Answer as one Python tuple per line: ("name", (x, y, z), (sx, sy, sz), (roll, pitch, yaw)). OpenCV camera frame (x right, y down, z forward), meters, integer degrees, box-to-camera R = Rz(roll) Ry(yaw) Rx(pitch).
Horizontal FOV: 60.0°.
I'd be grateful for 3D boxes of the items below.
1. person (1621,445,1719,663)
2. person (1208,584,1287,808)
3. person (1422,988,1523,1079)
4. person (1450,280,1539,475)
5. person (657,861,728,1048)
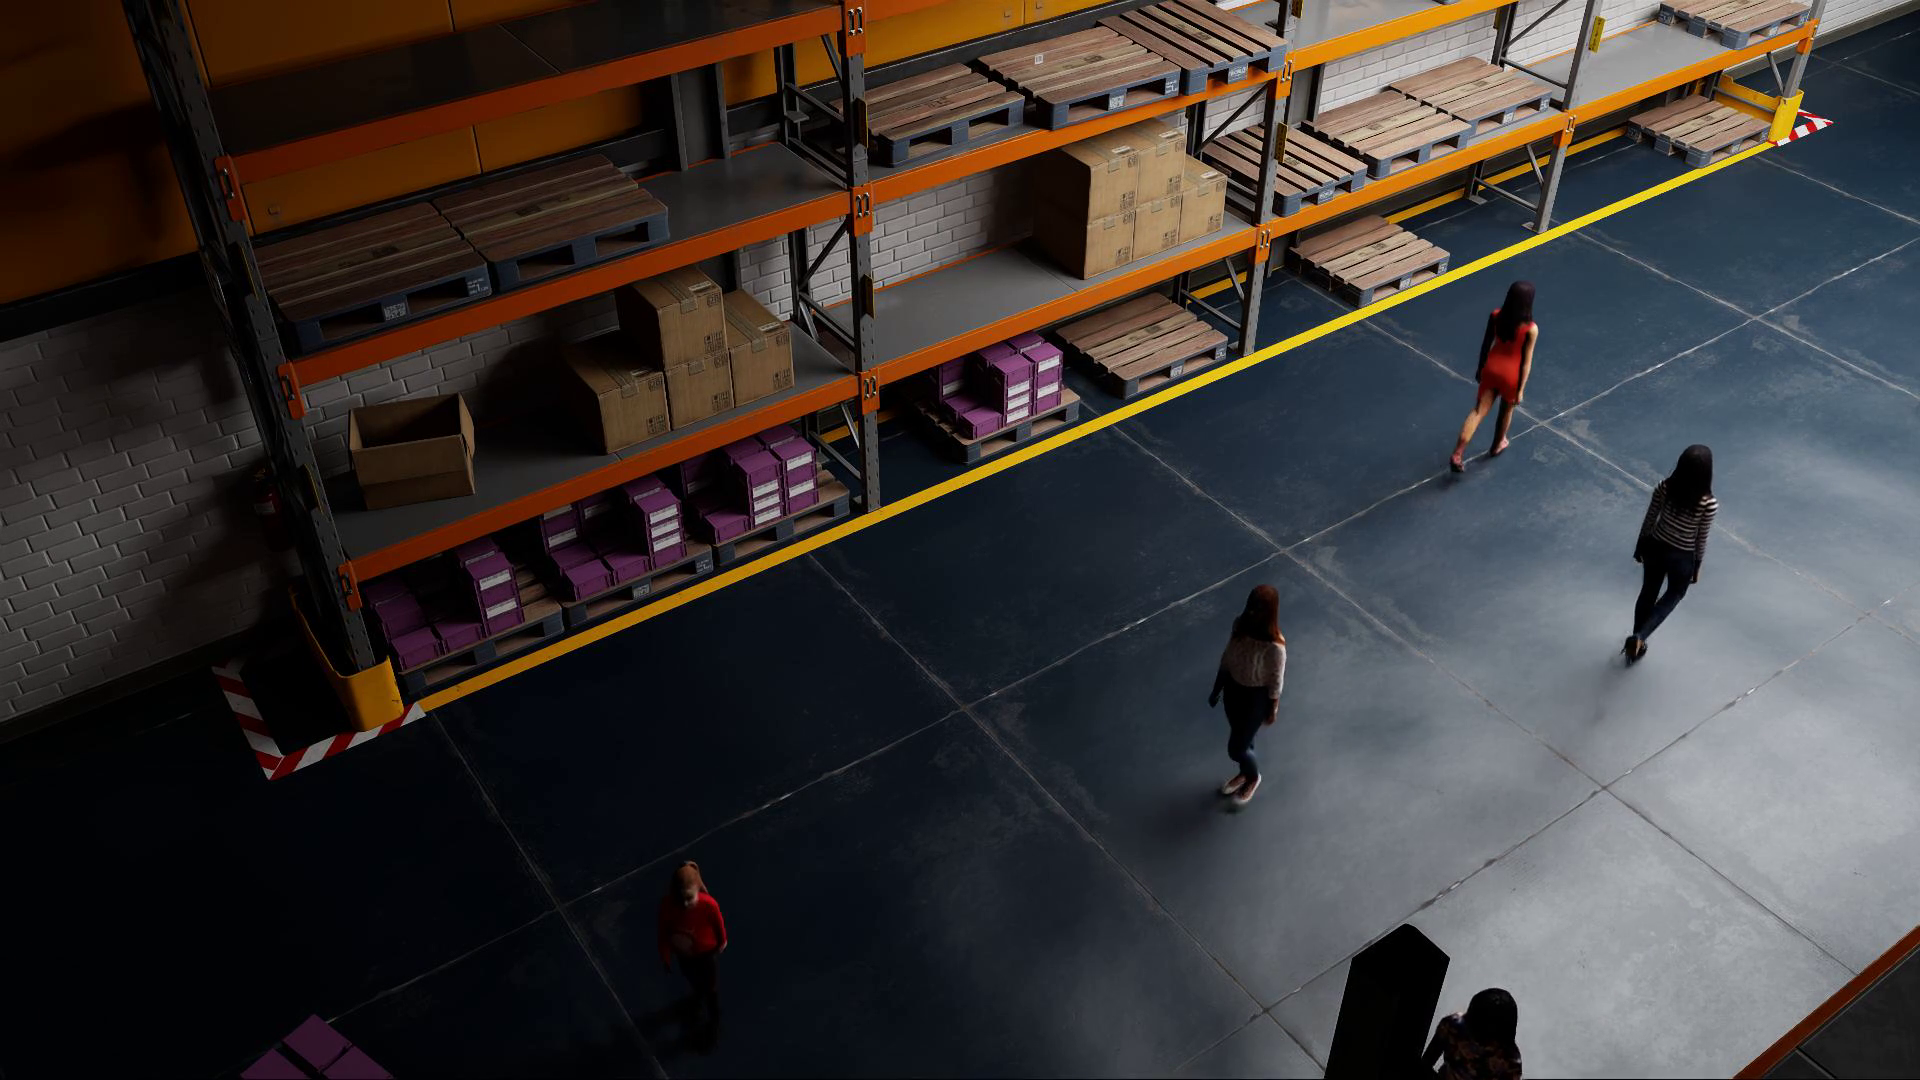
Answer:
("person", (4.741, 0.172, 11.232), (0.674, 1.779, 0.769), (32, 48, 33))
("person", (1.852, 0.923, 10.342), (0.587, 1.717, 0.574), (-23, 44, -26))
("person", (2.488, 2.719, 8.113), (1.163, 1.692, 0.743), (-32, 48, -33))
("person", (4.218, -1.250, 13.082), (0.732, 1.692, 1.121), (30, 48, 32))
("person", (-1.456, 2.172, 9.141), (0.671, 1.264, 0.721), (3, 39, 4))
